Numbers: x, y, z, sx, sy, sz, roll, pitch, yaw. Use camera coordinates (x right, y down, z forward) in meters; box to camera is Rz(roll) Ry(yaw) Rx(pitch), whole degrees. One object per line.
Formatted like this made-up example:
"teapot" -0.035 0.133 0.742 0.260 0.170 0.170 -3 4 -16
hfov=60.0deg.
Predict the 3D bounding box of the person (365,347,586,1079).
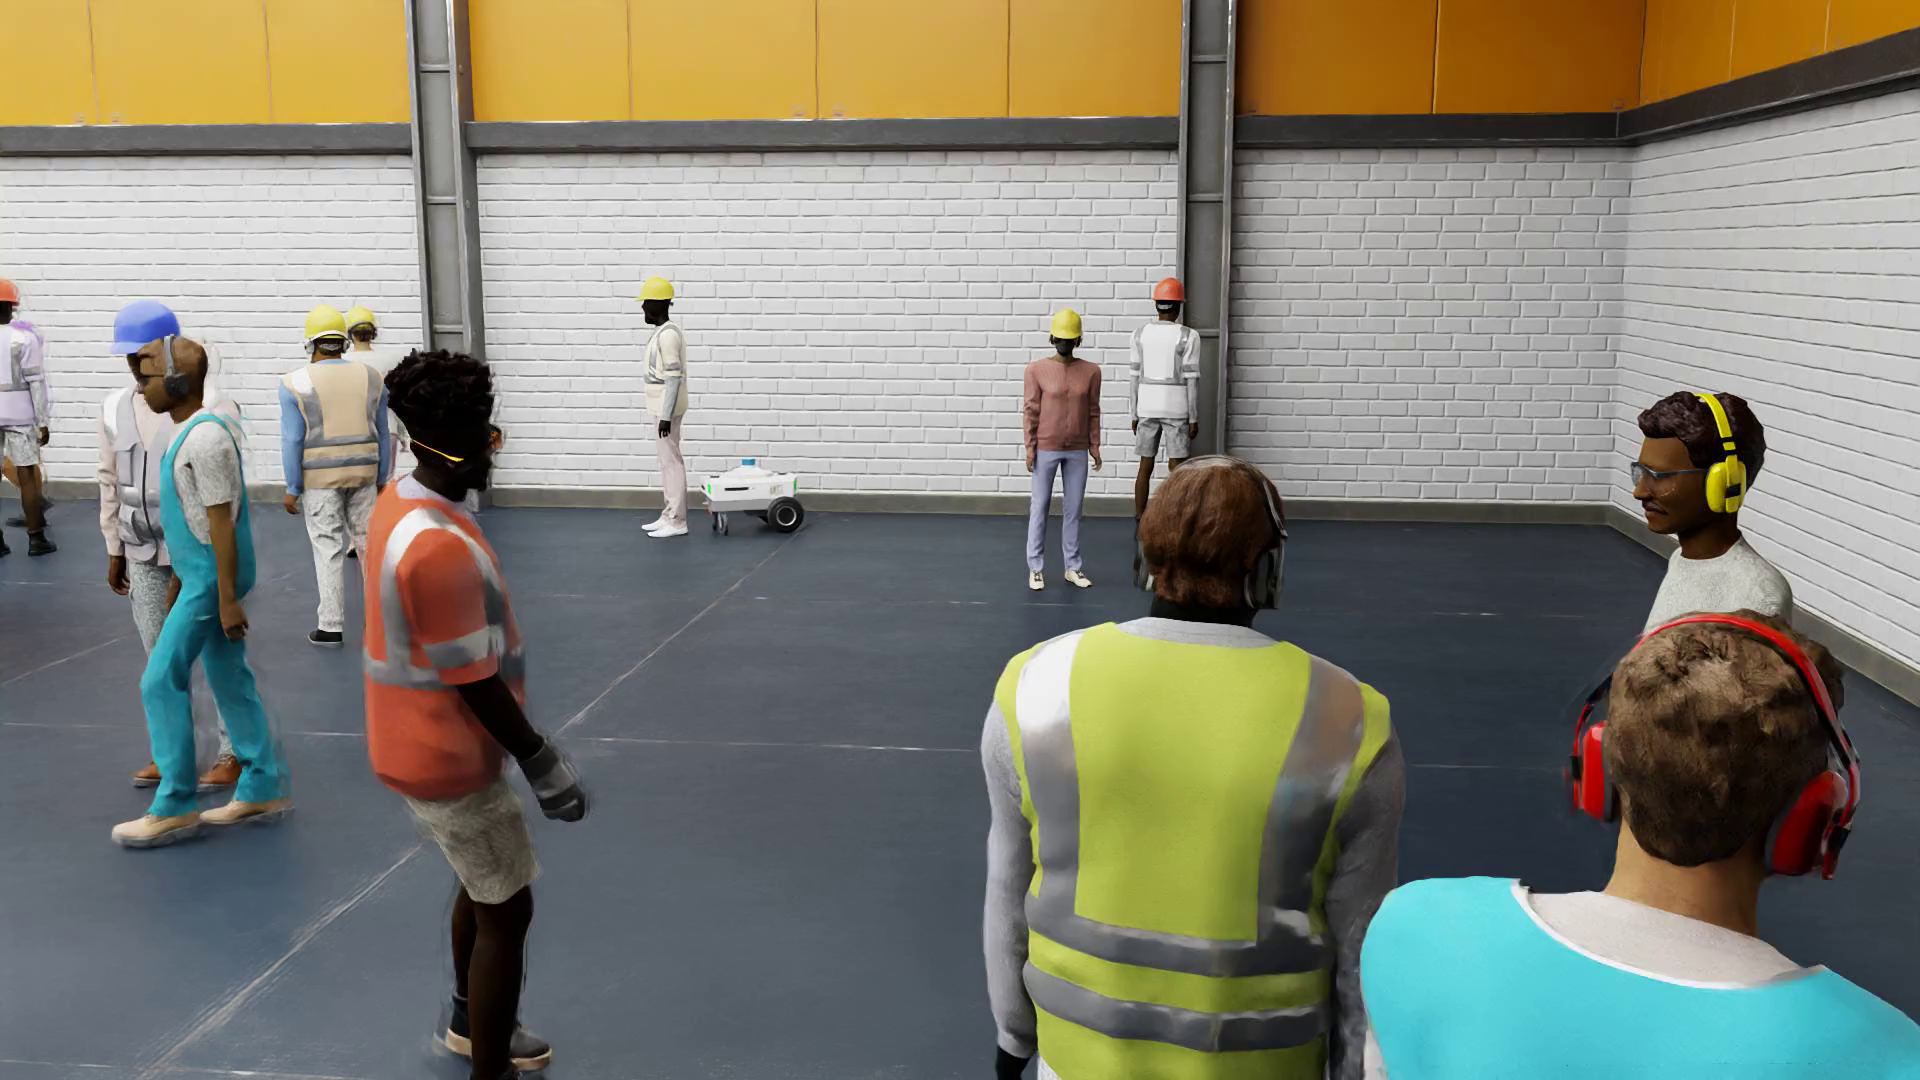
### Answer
"person" -1.183 0.487 3.979 0.440 1.921 0.689 -5 11 -26

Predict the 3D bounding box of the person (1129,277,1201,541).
"person" 1.498 -0.939 12.126 0.542 1.928 0.399 5 11 27

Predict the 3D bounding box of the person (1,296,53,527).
"person" -7.224 -1.031 12.672 0.413 1.916 0.569 1 10 4

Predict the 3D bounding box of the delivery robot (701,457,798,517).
"delivery robot" -1.598 -0.385 12.601 0.707 0.478 0.477 -3 10 -17

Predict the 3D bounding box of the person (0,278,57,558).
"person" -6.614 -0.839 11.522 0.552 1.932 0.365 -2 10 -14

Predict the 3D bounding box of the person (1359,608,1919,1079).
"person" 0.600 0.960 1.587 0.586 1.814 0.888 7 12 34

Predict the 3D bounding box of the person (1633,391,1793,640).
"person" 1.446 0.631 3.332 0.334 1.860 0.509 2 10 9

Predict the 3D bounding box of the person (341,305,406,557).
"person" -4.029 -0.711 11.336 0.525 1.753 0.416 -4 11 -24

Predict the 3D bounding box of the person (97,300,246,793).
"person" -3.087 0.033 6.539 0.612 1.937 0.419 2 10 10

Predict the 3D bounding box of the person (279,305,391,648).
"person" -3.350 -0.337 8.934 0.591 1.834 0.404 -9 13 -42

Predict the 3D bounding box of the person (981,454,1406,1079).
"person" 0.345 0.782 2.545 0.637 1.832 0.429 3 10 17

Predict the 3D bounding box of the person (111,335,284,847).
"person" -2.841 0.185 5.985 0.721 1.817 0.528 -5 11 -25

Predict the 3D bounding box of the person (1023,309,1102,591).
"person" 0.646 -0.563 10.436 0.523 1.763 0.329 -3 10 -16

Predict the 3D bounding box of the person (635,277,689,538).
"person" -2.204 -0.982 12.360 0.366 1.927 0.585 -3 10 -16
